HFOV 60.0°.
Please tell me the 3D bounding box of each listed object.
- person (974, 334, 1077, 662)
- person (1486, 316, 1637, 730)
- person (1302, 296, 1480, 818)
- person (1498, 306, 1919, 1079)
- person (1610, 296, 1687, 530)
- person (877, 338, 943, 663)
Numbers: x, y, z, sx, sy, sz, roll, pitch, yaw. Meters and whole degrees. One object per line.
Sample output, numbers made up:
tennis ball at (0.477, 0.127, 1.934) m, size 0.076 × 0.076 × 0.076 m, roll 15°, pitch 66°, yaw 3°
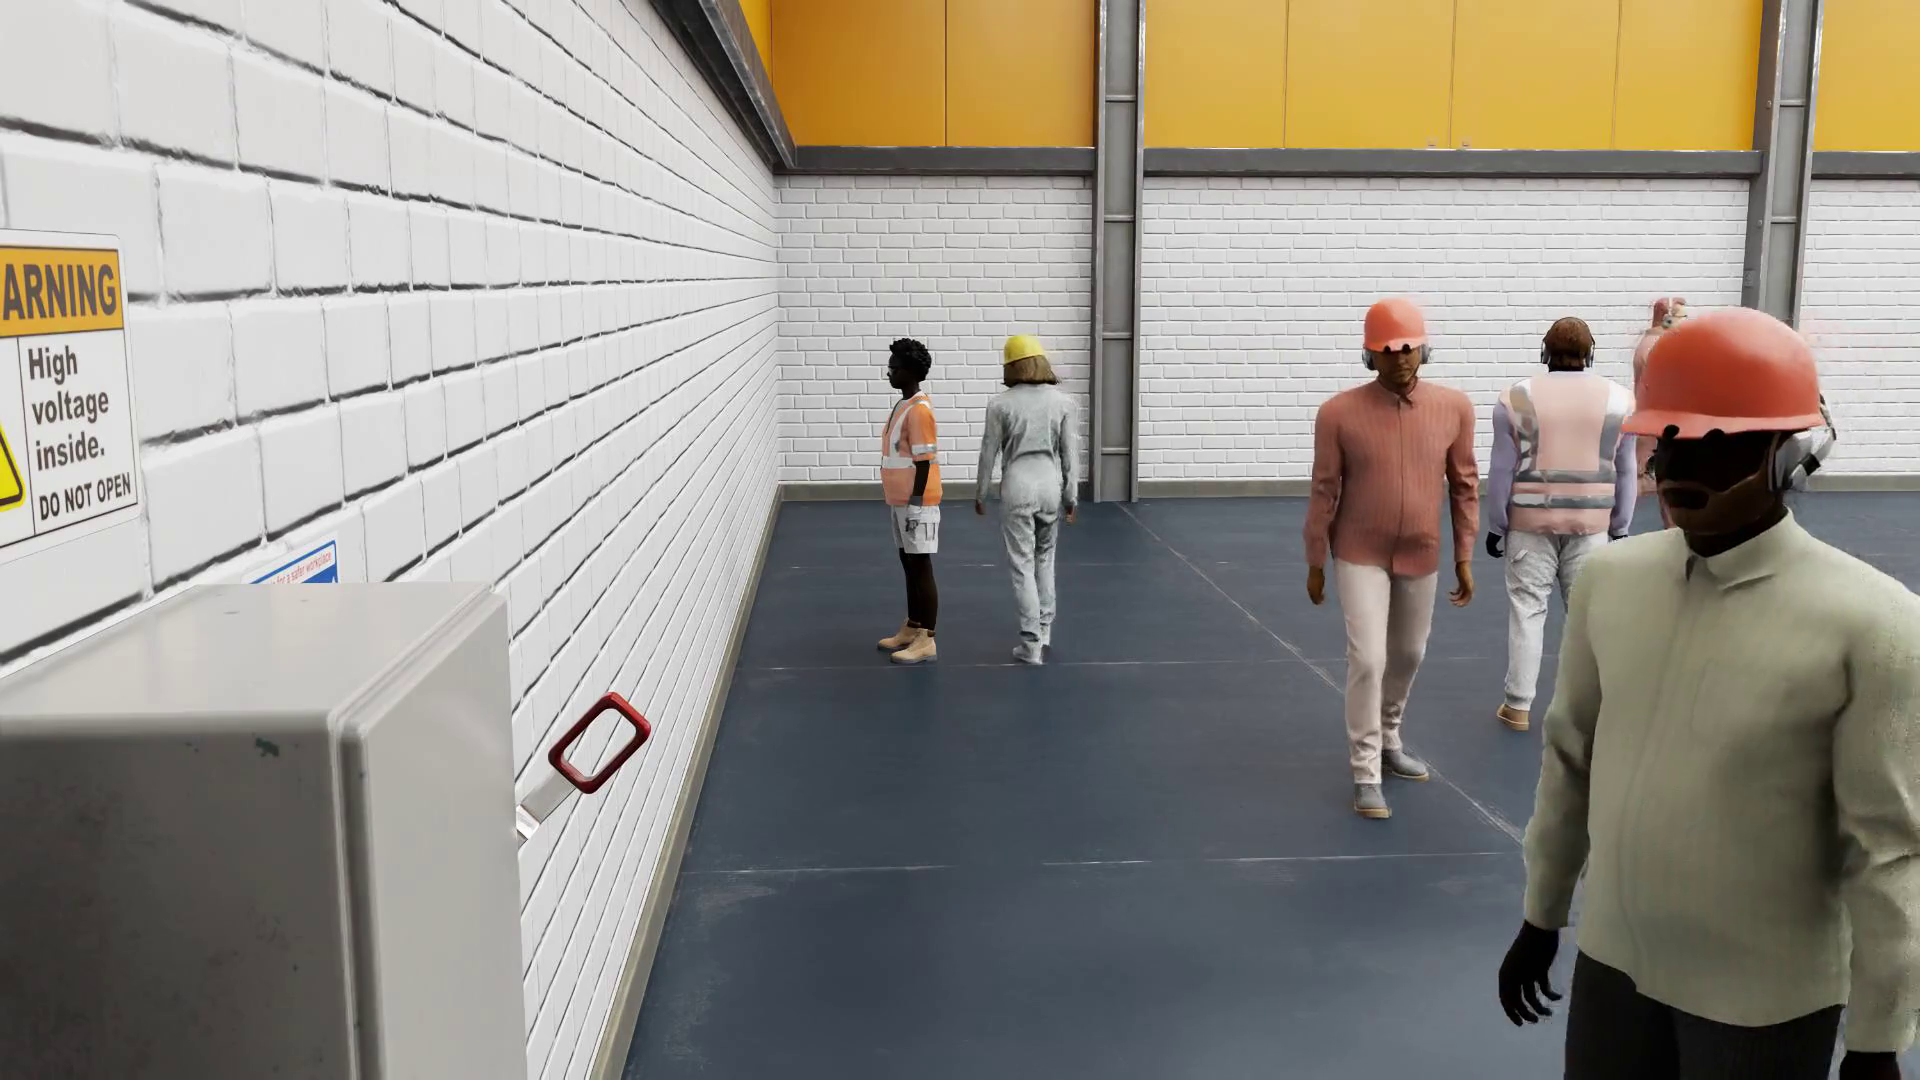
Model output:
person at (0.342, -0.230, 8.840) m, size 0.491 × 1.707 × 0.640 m, roll -3°, pitch 10°, yaw -20°
person at (2.650, -0.063, 7.375) m, size 0.635 × 1.842 × 0.429 m, roll 2°, pitch 9°, yaw 10°
person at (1.627, 0.044, 6.408) m, size 0.633 × 1.956 × 0.735 m, roll -1°, pitch 9°, yaw -5°
person at (1.168, 0.634, 2.566) m, size 0.696 × 1.977 × 0.638 m, roll -4°, pitch 10°, yaw -26°
person at (4.946, -0.804, 11.908) m, size 0.865 × 1.879 × 0.644 m, roll 4°, pitch 10°, yaw 21°
person at (-0.261, -0.208, 8.743) m, size 0.318 × 1.697 × 0.535 m, roll -2°, pitch 9°, yaw -14°
